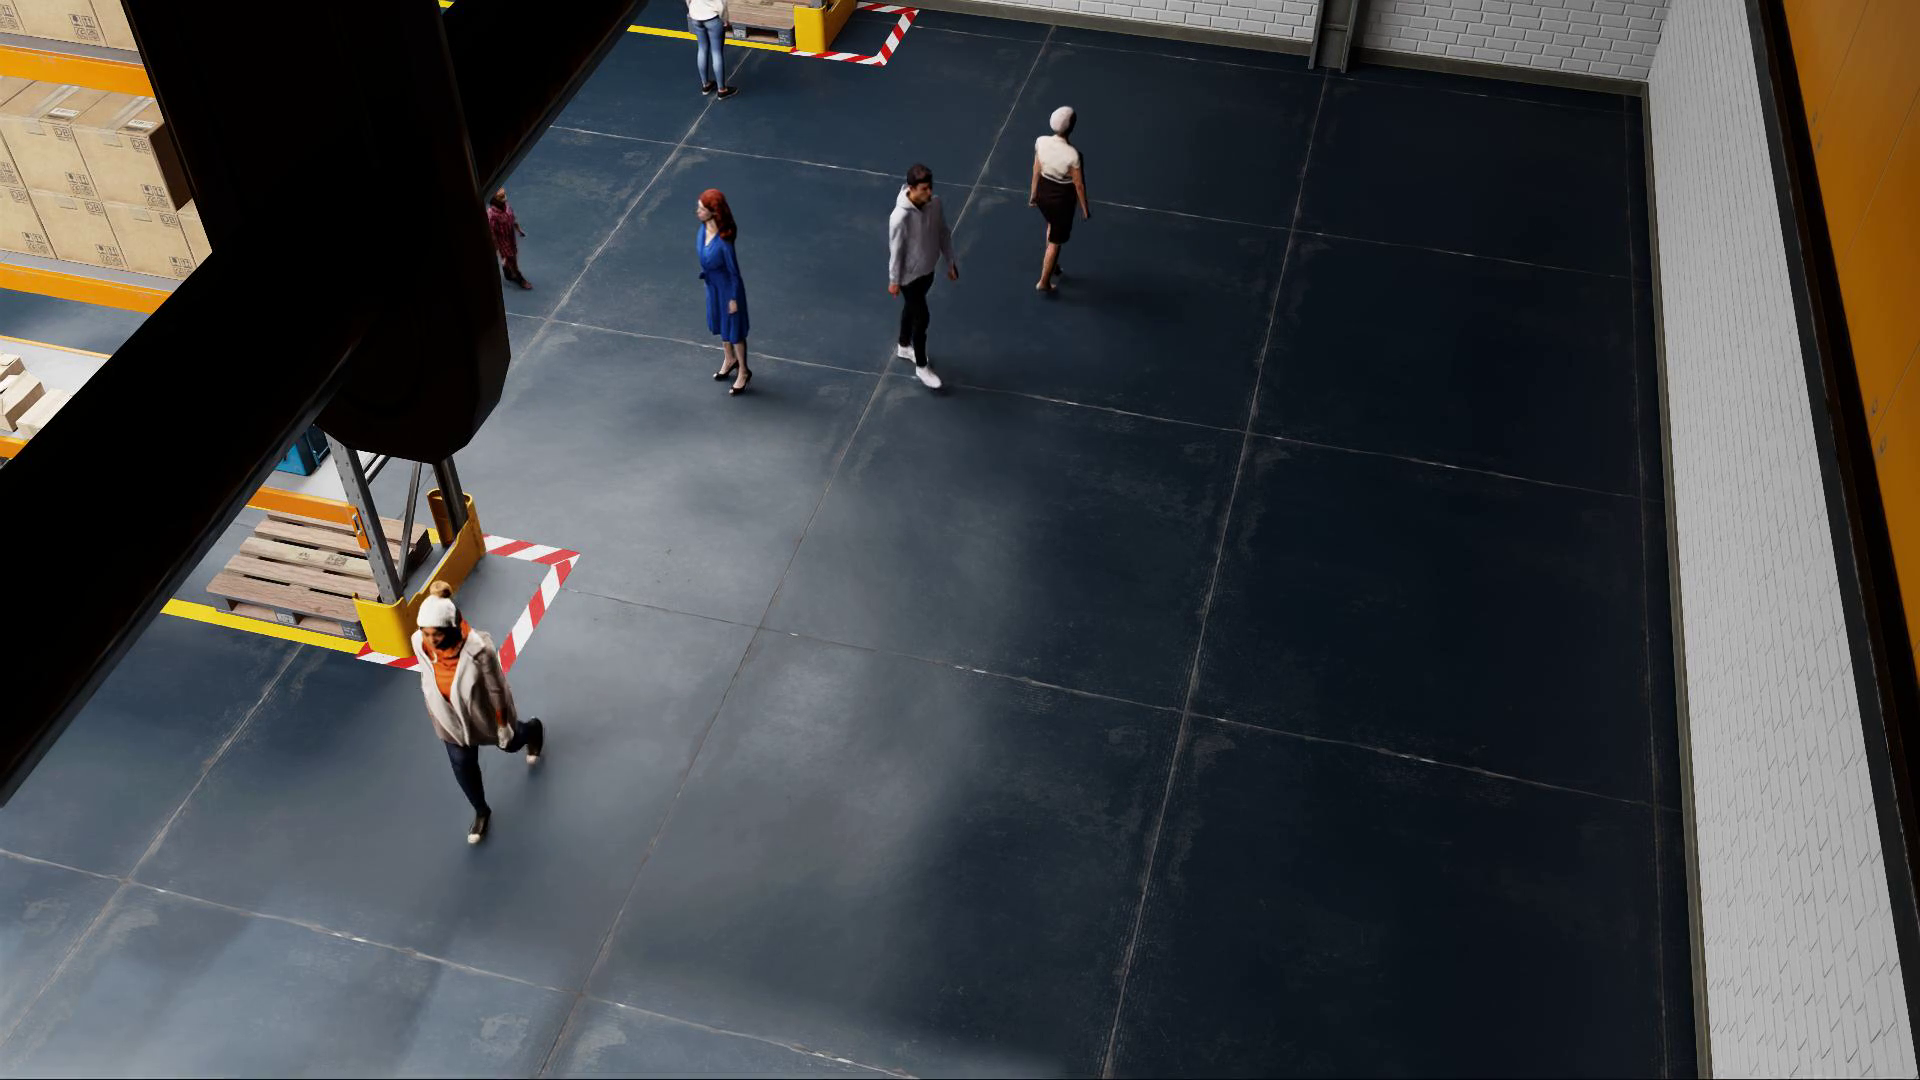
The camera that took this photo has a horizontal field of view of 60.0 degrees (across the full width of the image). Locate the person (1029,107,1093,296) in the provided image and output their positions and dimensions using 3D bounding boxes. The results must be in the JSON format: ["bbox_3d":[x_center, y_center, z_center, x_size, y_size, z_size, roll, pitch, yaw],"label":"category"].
[{"bbox_3d":[0.748,-2.783,13.936,0.789,1.738,0.867,31,52,29],"label":"person"}]

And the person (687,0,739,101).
[{"bbox_3d":[-2.501,-5.205,16.511,0.592,1.692,0.743,24,49,23],"label":"person"}]

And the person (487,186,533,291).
[{"bbox_3d":[-3.956,-2.641,14.314,0.545,1.011,0.452,13,45,14],"label":"person"}]

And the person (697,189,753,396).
[{"bbox_3d":[-1.831,-1.938,12.984,0.769,1.828,0.707,-23,48,-22],"label":"person"}]

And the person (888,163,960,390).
[{"bbox_3d":[-0.425,-2.178,13.182,0.997,1.903,0.895,29,51,27],"label":"person"}]

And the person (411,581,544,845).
[{"bbox_3d":[-2.872,0.915,9.966,1.112,1.860,0.867,4,44,4],"label":"person"}]
